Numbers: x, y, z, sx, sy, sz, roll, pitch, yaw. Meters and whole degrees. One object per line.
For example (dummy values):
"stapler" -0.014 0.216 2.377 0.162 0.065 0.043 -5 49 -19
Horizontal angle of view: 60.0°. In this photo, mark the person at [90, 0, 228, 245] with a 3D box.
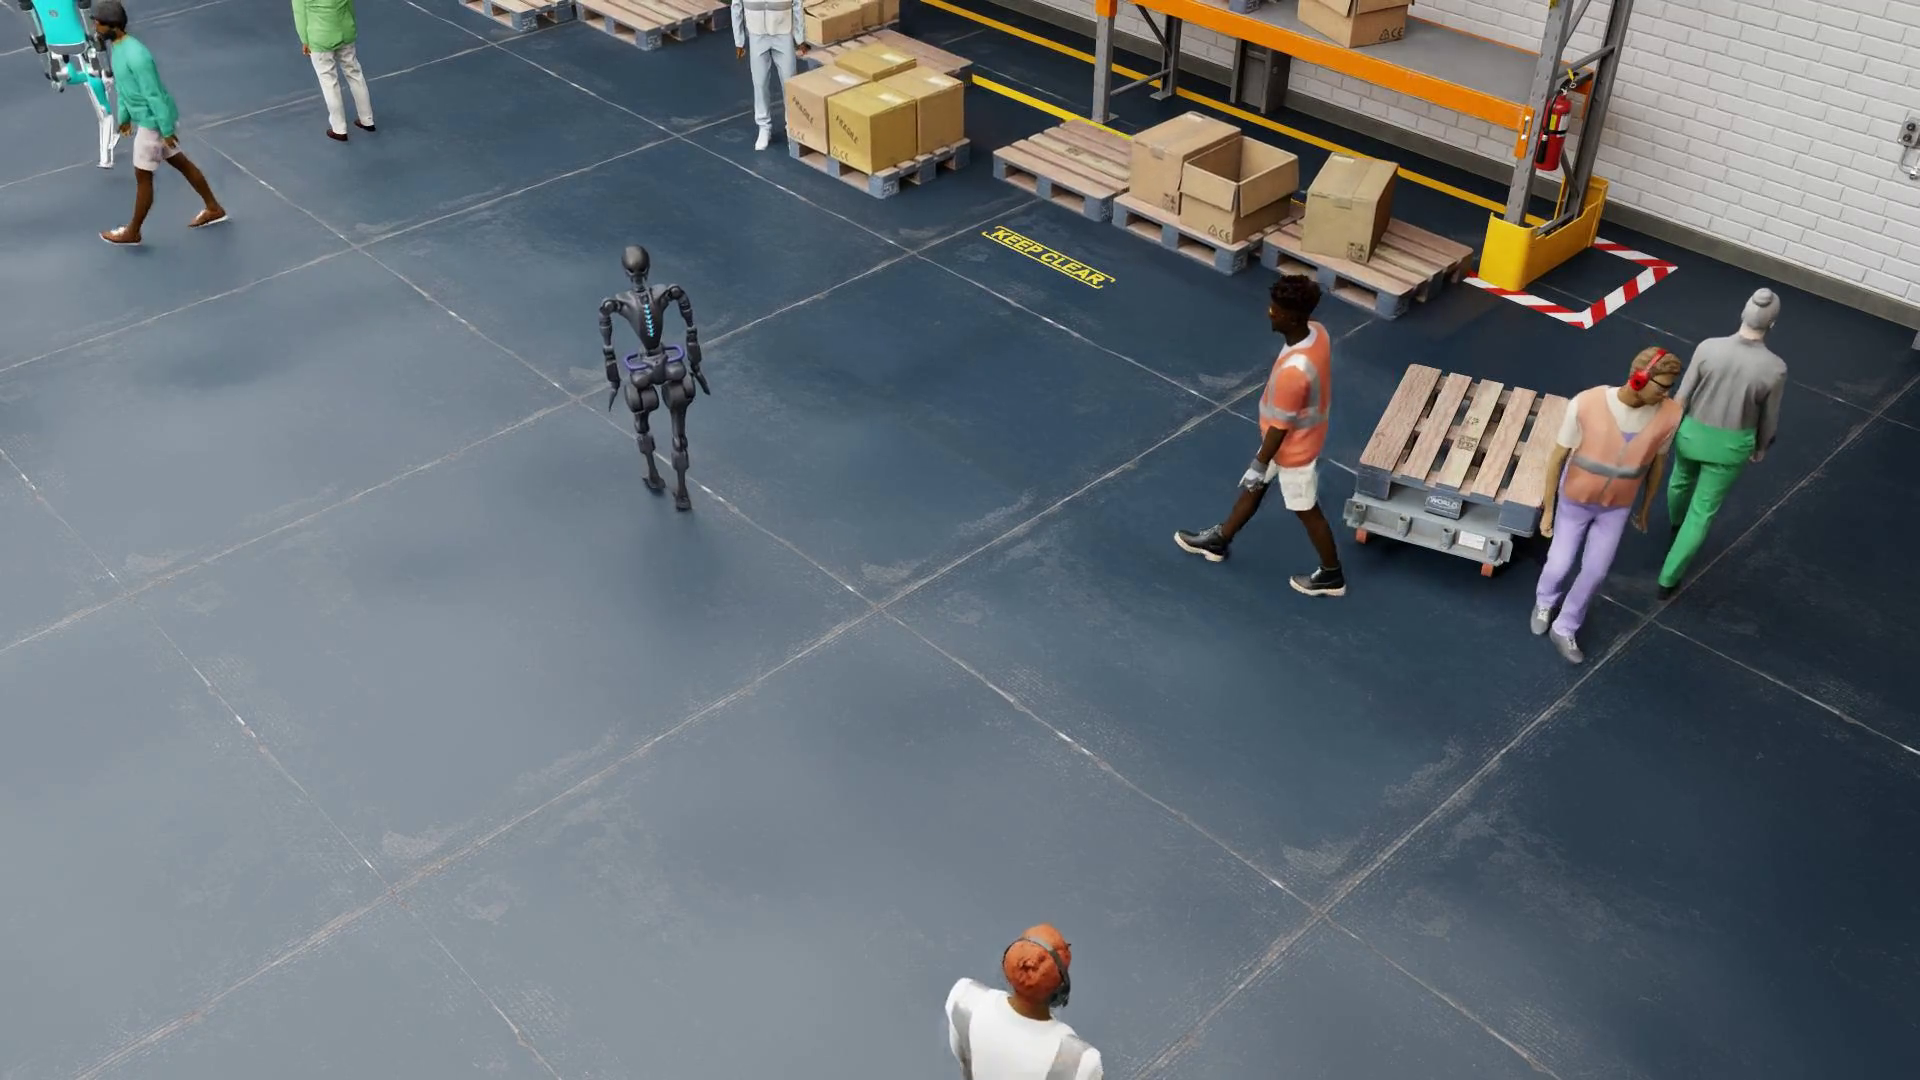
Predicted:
"person" -6.125 -3.088 12.345 0.967 1.796 0.534 -23 43 -27

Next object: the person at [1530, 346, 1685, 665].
"person" 3.264 -0.189 8.500 0.607 1.797 0.495 2 37 3

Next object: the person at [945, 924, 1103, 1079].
"person" 0.249 1.914 5.691 0.595 1.843 0.933 18 41 22

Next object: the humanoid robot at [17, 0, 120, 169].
"humanoid robot" -7.067 -3.849 13.404 0.544 1.725 1.012 -6 37 -8

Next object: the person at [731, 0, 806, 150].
"person" -1.567 -4.152 13.675 0.595 1.908 0.408 -2 37 -2

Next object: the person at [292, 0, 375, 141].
"person" -5.263 -4.228 13.887 0.389 1.778 0.535 24 43 29

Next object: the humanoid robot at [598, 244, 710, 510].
"humanoid robot" -1.760 -0.955 9.628 0.592 1.643 0.471 -13 39 -17

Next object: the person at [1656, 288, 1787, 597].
"person" 4.159 -0.607 9.066 0.539 1.795 0.932 25 43 29

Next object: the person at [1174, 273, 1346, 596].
"person" 1.727 -0.545 8.895 1.012 1.908 0.615 11 38 14
